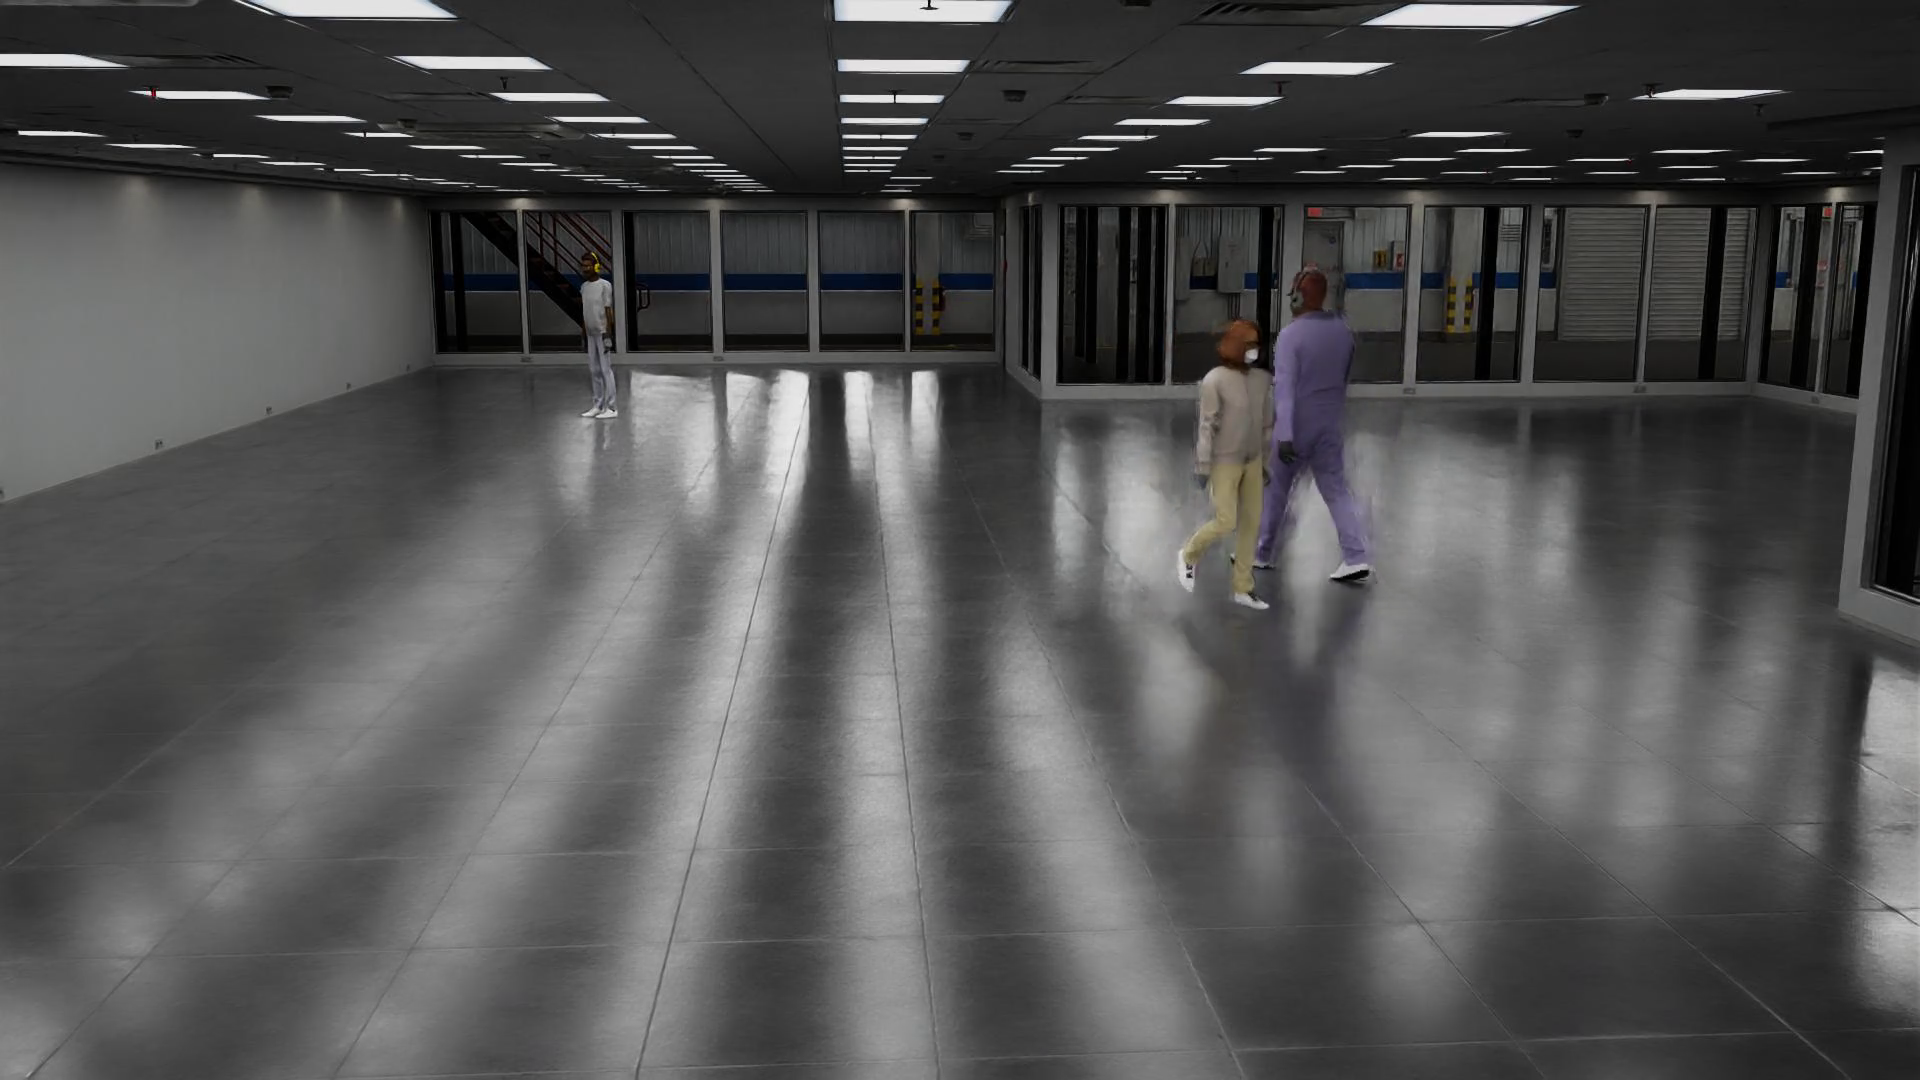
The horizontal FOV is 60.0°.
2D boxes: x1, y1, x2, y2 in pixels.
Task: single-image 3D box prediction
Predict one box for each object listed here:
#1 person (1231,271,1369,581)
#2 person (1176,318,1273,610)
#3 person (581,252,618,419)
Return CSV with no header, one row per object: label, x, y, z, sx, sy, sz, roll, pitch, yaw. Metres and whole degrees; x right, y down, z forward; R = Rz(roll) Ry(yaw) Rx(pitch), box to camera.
person,2.110,-0.685,10.035,0.650,1.857,1.018,-7,13,-33
person,1.505,-0.427,9.273,0.508,1.620,0.497,-7,13,-35
person,-4.077,-2.287,18.673,0.500,1.861,0.327,8,13,37
